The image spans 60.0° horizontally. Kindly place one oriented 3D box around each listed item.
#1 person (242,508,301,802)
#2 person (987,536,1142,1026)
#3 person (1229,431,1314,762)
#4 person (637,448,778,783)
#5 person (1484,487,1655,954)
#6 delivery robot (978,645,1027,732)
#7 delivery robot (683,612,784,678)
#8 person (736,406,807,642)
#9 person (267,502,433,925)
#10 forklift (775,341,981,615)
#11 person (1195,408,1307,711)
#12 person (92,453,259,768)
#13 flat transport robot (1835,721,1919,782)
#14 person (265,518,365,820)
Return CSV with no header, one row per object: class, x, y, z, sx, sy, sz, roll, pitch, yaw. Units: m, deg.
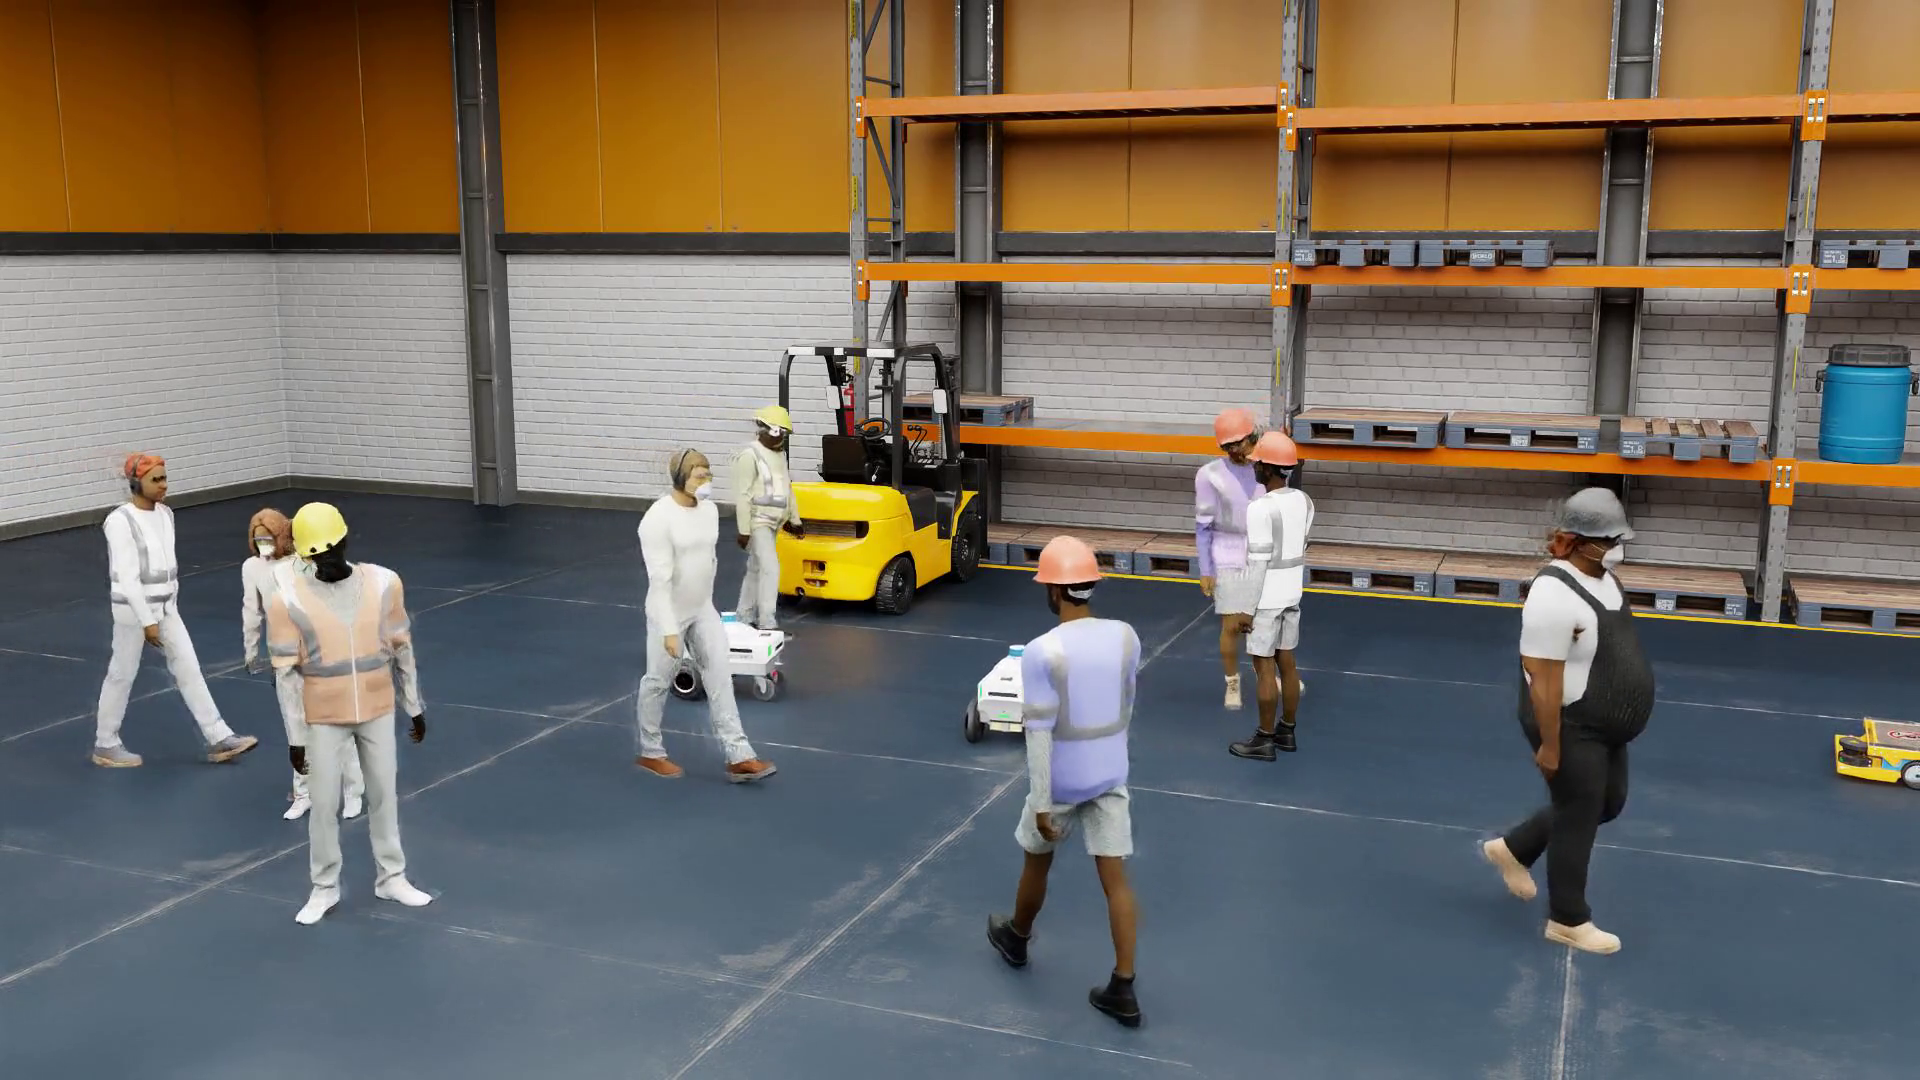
person,-3.676,0.614,9.096,0.523,1.597,0.635,3,11,16
person,0.441,0.915,6.660,0.554,1.889,0.960,-5,11,-24
person,1.823,0.328,9.766,0.350,1.942,0.545,9,14,42
person,-1.452,0.447,9.215,0.970,1.891,0.647,7,12,34
person,2.650,0.743,7.180,0.633,2.000,0.689,8,13,37
delivery robot,0.352,0.891,10.234,0.477,0.478,0.707,3,11,16
delivery robot,-1.547,0.725,11.158,0.707,0.478,0.477,2,10,10
person,-1.437,-0.125,12.752,0.715,1.776,0.619,4,11,19
person,-2.724,0.769,7.457,0.660,1.895,0.392,-7,12,-32
forklift,-0.739,-0.602,14.246,1.214,2.155,2.313,4,11,21
person,1.897,0.128,10.763,0.816,1.987,0.450,-3,11,-17
person,-4.602,0.421,9.547,1.001,1.827,0.595,2,10,10
flat transport robot,5.739,1.238,9.353,1.431,0.197,0.652,5,11,26
person,-3.369,0.662,8.750,0.525,1.639,0.307,0,10,-2
